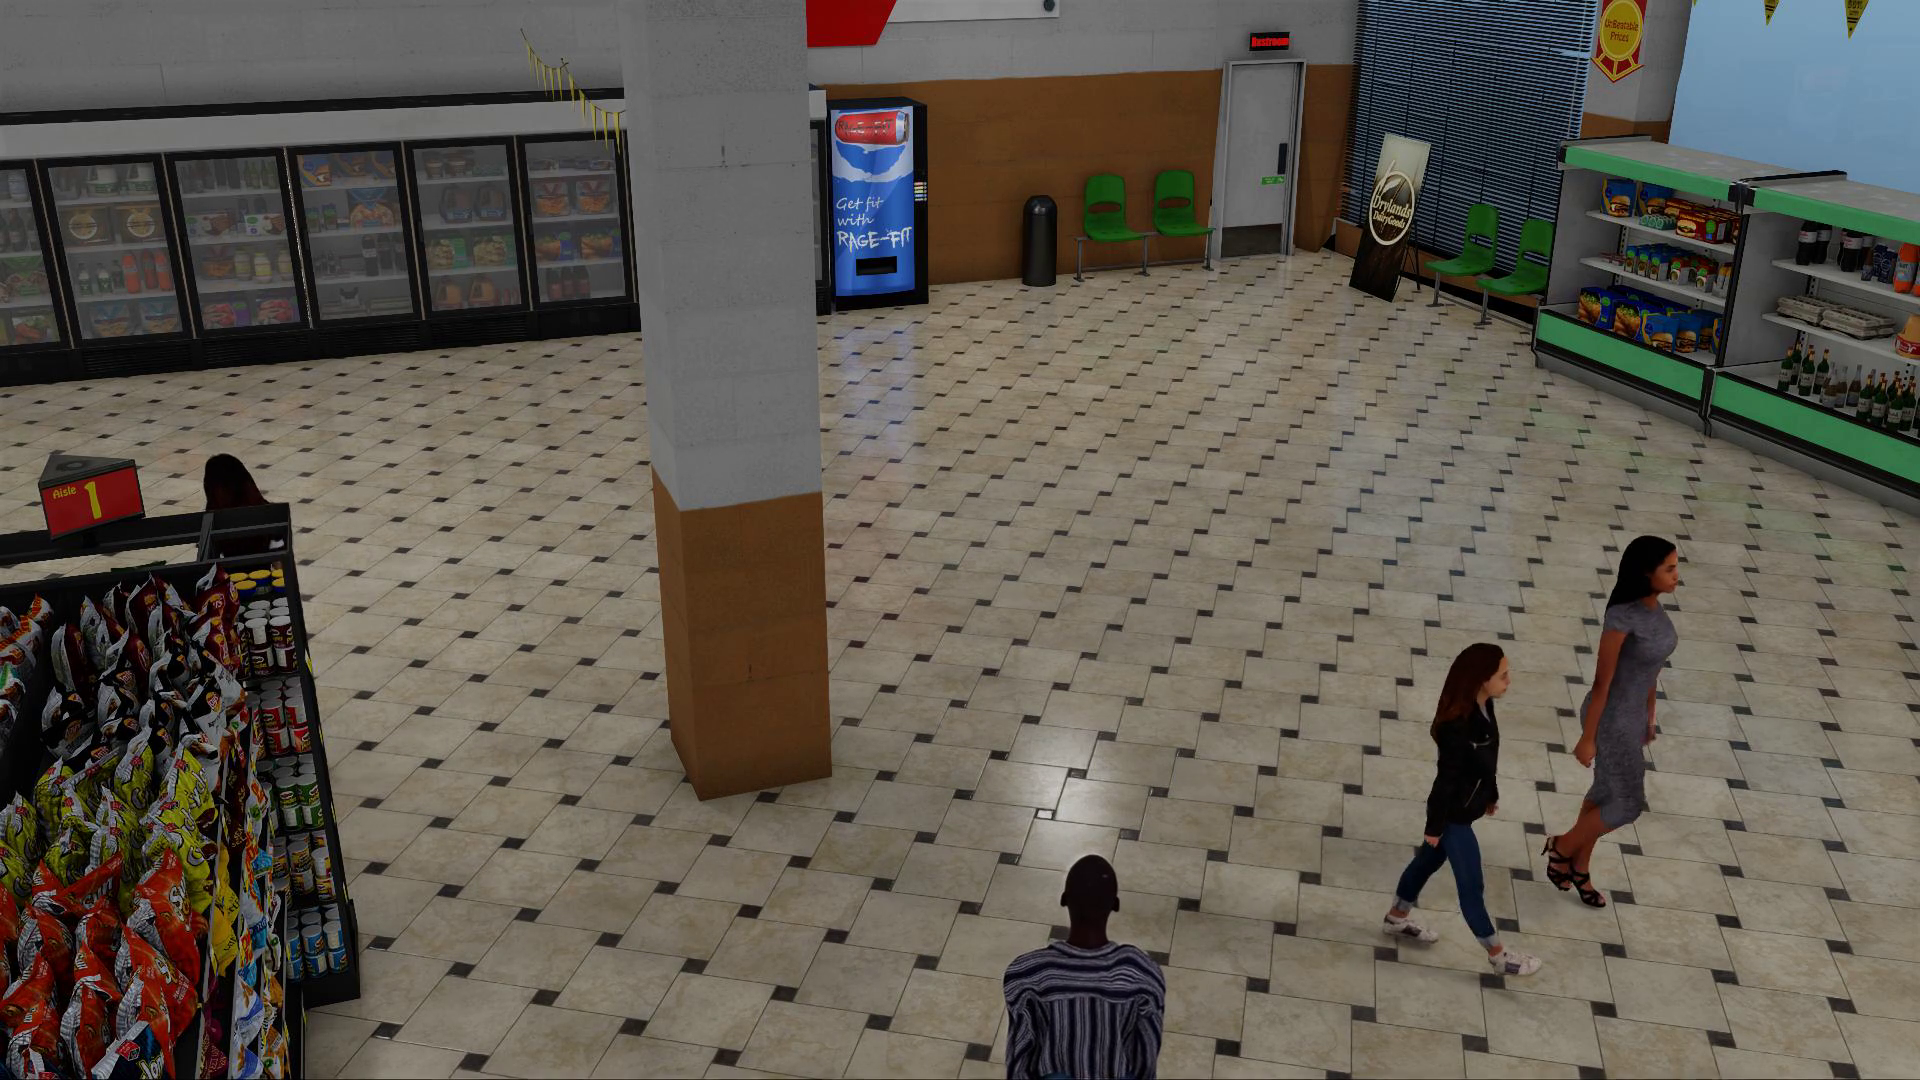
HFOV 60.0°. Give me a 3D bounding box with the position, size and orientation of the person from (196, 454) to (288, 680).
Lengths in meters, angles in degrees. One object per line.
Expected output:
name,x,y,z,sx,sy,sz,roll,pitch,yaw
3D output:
person,-3.604,0.352,8.531,0.893,1.629,0.810,15,26,33

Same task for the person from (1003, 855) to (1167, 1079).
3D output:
person,0.371,1.716,4.913,0.680,1.796,0.632,-1,22,-2

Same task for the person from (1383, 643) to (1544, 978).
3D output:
person,1.992,1.092,6.927,1.001,1.451,0.916,12,25,28

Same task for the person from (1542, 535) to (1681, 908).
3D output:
person,2.757,0.796,7.236,0.789,1.770,0.747,20,29,41
